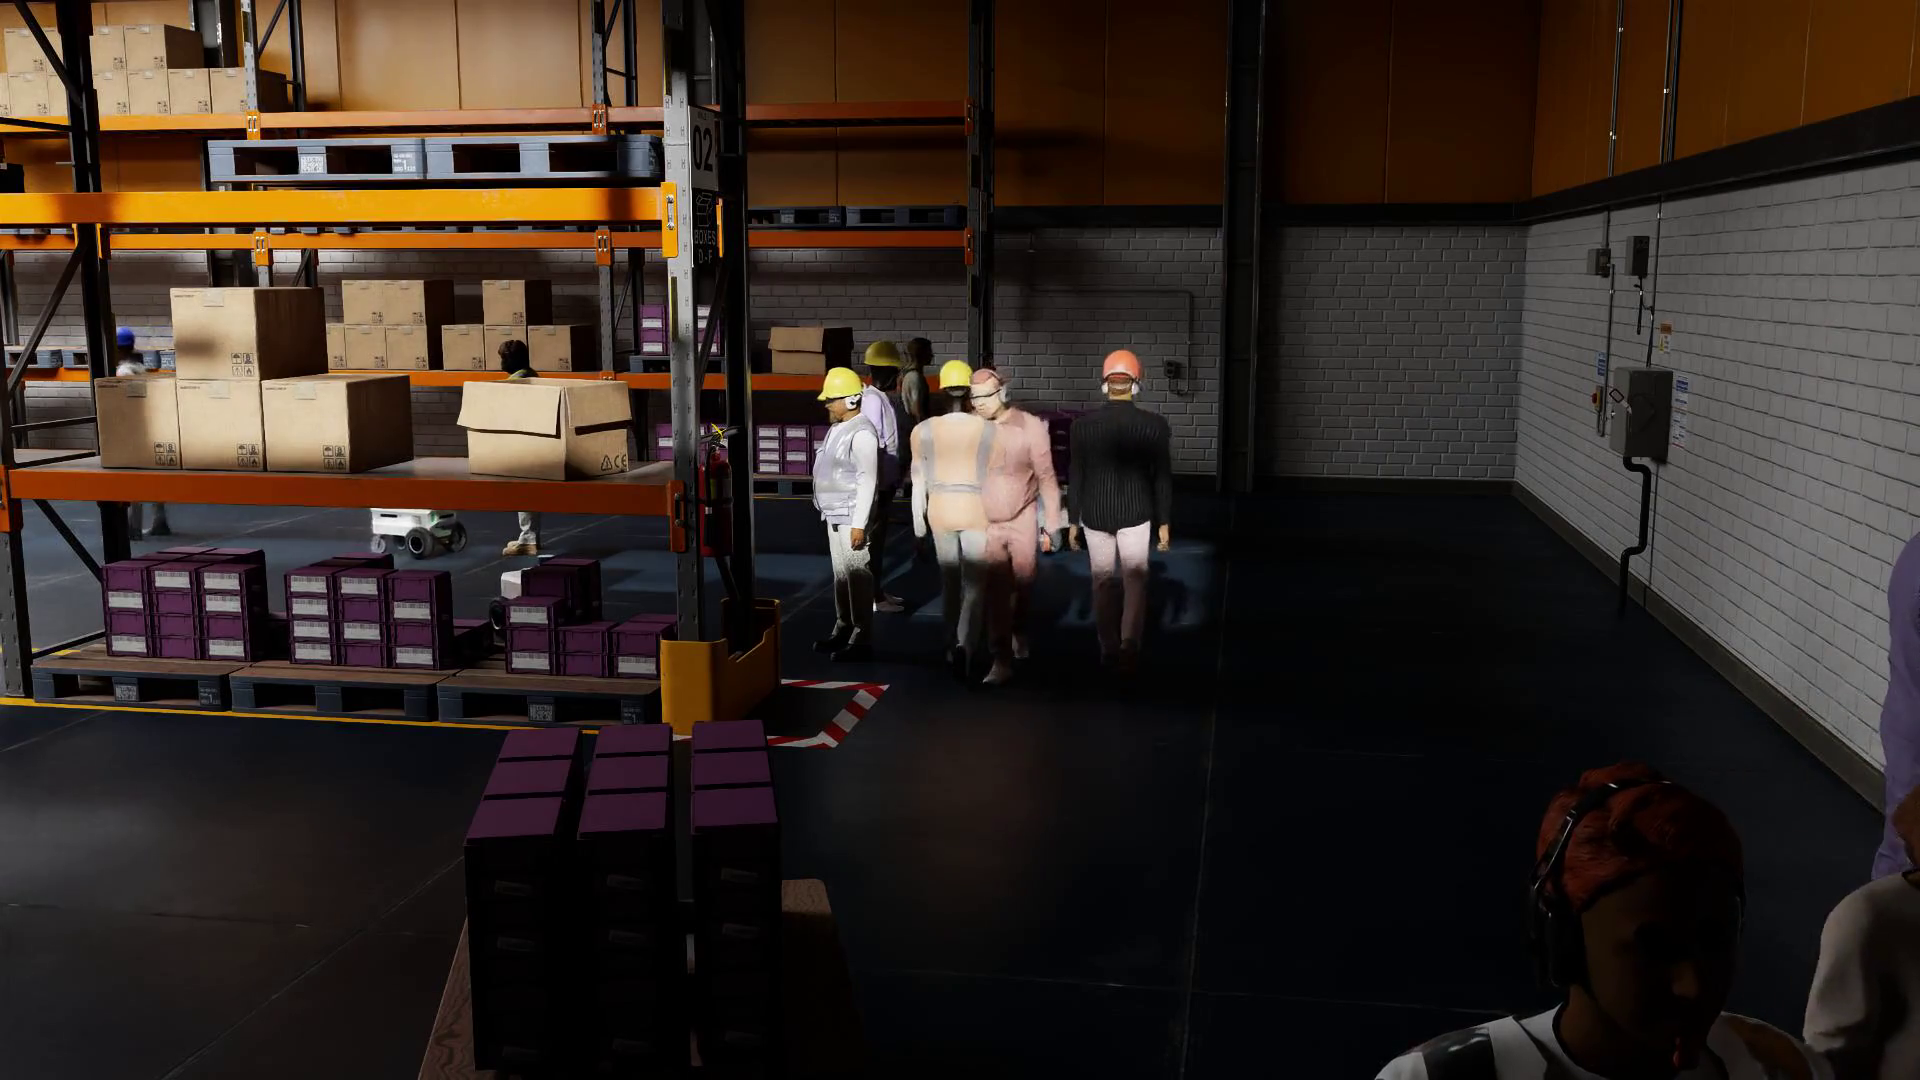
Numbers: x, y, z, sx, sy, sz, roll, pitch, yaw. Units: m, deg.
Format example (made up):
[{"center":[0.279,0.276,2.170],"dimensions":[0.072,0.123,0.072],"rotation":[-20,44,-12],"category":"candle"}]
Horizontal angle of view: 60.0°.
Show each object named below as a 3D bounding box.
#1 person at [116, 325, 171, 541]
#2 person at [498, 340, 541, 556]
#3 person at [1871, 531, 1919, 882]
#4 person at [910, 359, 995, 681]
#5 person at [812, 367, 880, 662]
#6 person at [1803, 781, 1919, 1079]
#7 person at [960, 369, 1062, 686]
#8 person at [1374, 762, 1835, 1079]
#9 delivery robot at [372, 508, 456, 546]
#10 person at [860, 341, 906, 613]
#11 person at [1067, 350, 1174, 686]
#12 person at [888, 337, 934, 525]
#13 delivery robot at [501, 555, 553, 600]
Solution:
[{"center":[-7.456,-0.958,14.952],"dimensions":[0.401,1.948,0.616],"rotation":[-2,9,-14],"category":"person"},{"center":[-3.760,-0.787,14.200],"dimensions":[0.429,1.839,0.623],"rotation":[-1,9,-5],"category":"person"},{"center":[3.022,0.651,5.059],"dimensions":[0.400,1.910,0.643],"rotation":[4,10,21],"category":"person"},{"center":[-0.003,-0.116,9.909],"dimensions":[0.596,1.905,0.831],"rotation":[1,9,6],"category":"person"},{"center":[-0.713,-0.162,10.354],"dimensions":[0.404,1.828,0.587],"rotation":[-4,10,-23],"category":"person"},{"center":[1.776,1.144,2.917],"dimensions":[0.517,1.592,0.828],"rotation":[-2,9,-14],"category":"person"},{"center":[0.267,-0.116,10.033],"dimensions":[0.714,1.853,0.944],"rotation":[1,9,8],"category":"person"},{"center":[0.712,1.175,1.885],"dimensions":[0.574,1.883,0.356],"rotation":[-2,9,-14],"category":"person"},{"center":[-4.659,-0.192,14.184],"dimensions":[0.707,0.478,0.477],"rotation":[4,10,23],"category":"delivery robot"},{"center":[-0.561,-0.451,11.829],"dimensions":[0.368,1.926,0.594],"rotation":[0,9,-2],"category":"person"},{"center":[0.938,-0.137,9.806],"dimensions":[0.633,1.962,0.916],"rotation":[2,9,10],"category":"person"},{"center":[-0.388,-1.023,15.792],"dimensions":[0.995,1.793,0.527],"rotation":[0,9,-2],"category":"person"},{"center":[-2.702,0.341,10.877],"dimensions":[0.477,0.478,0.707],"rotation":[-8,12,-42],"category":"delivery robot"}]
